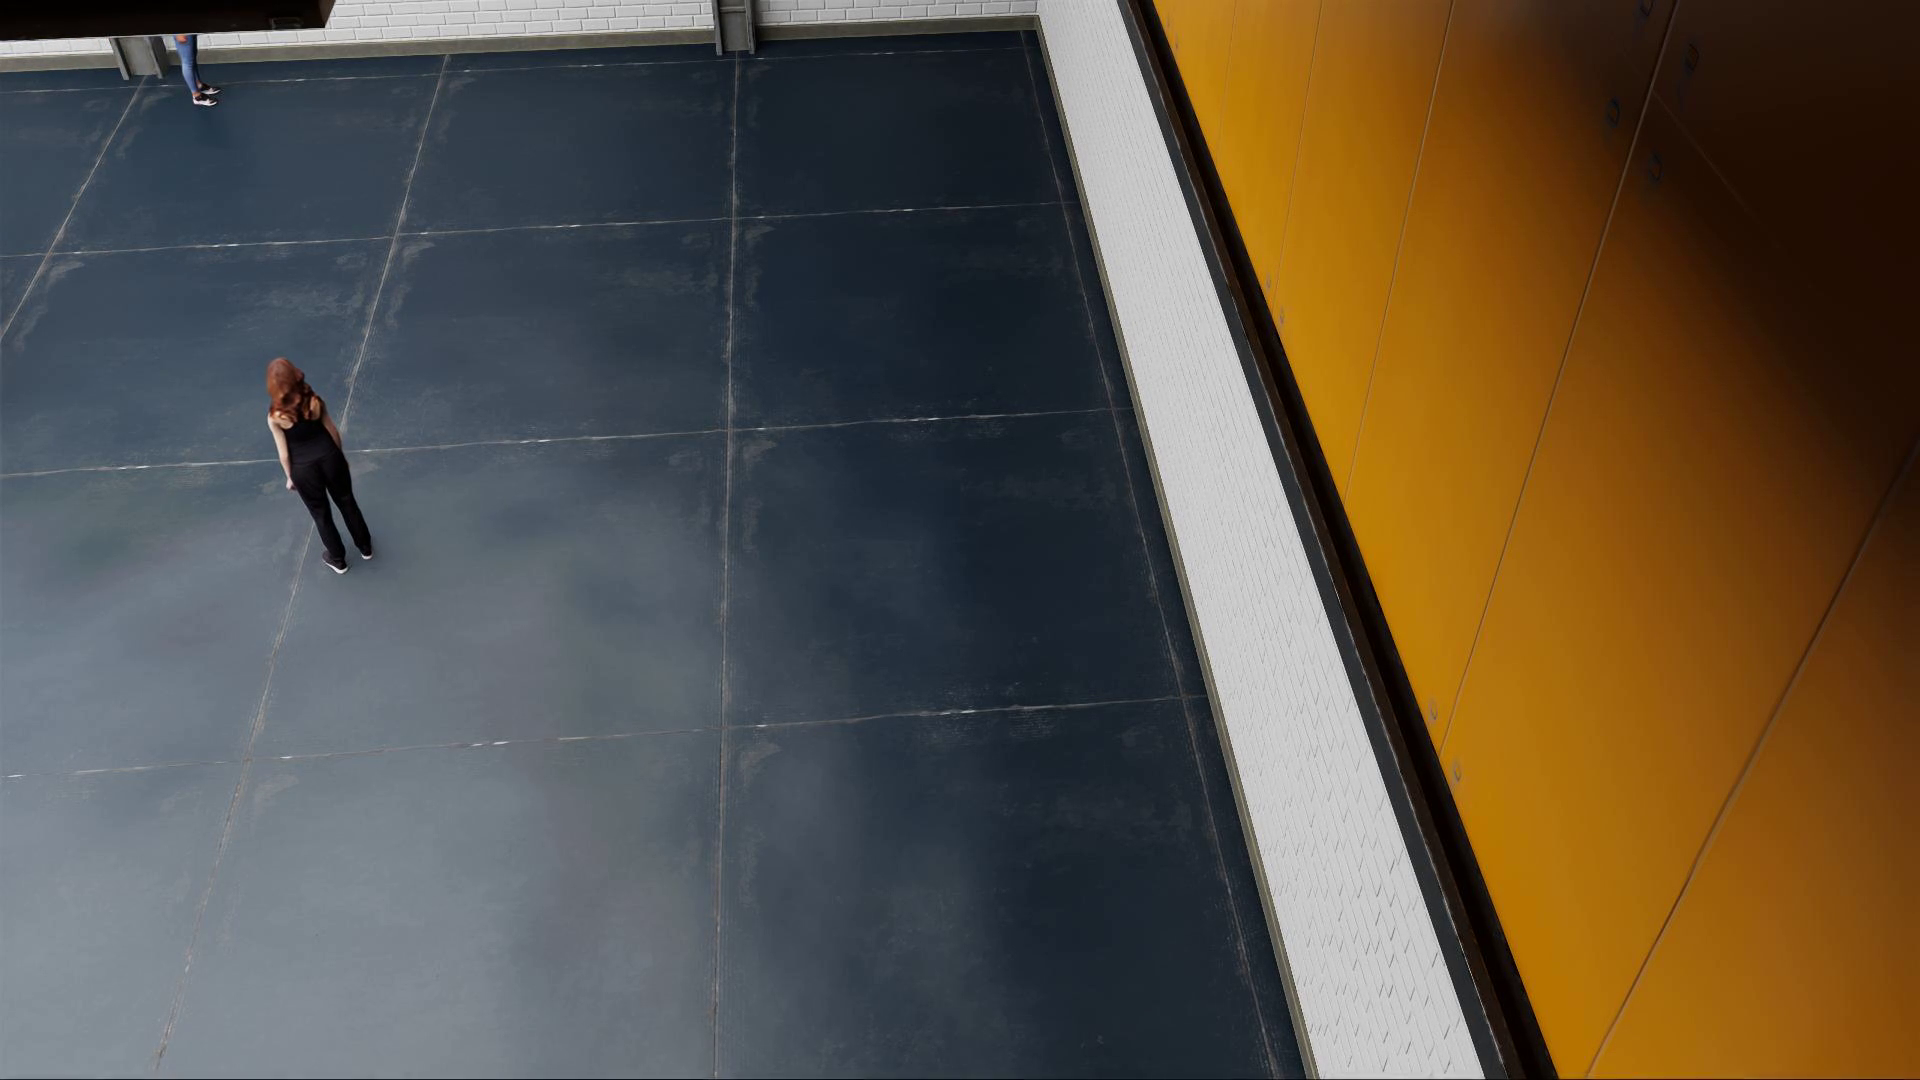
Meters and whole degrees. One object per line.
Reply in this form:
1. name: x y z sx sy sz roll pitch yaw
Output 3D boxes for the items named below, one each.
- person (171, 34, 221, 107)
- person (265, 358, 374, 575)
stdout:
1. person: -7.550 -5.010 16.070 0.610 1.617 0.614 -7 44 -8
2. person: -4.344 -0.496 11.239 0.634 1.745 0.729 -29 51 -27
